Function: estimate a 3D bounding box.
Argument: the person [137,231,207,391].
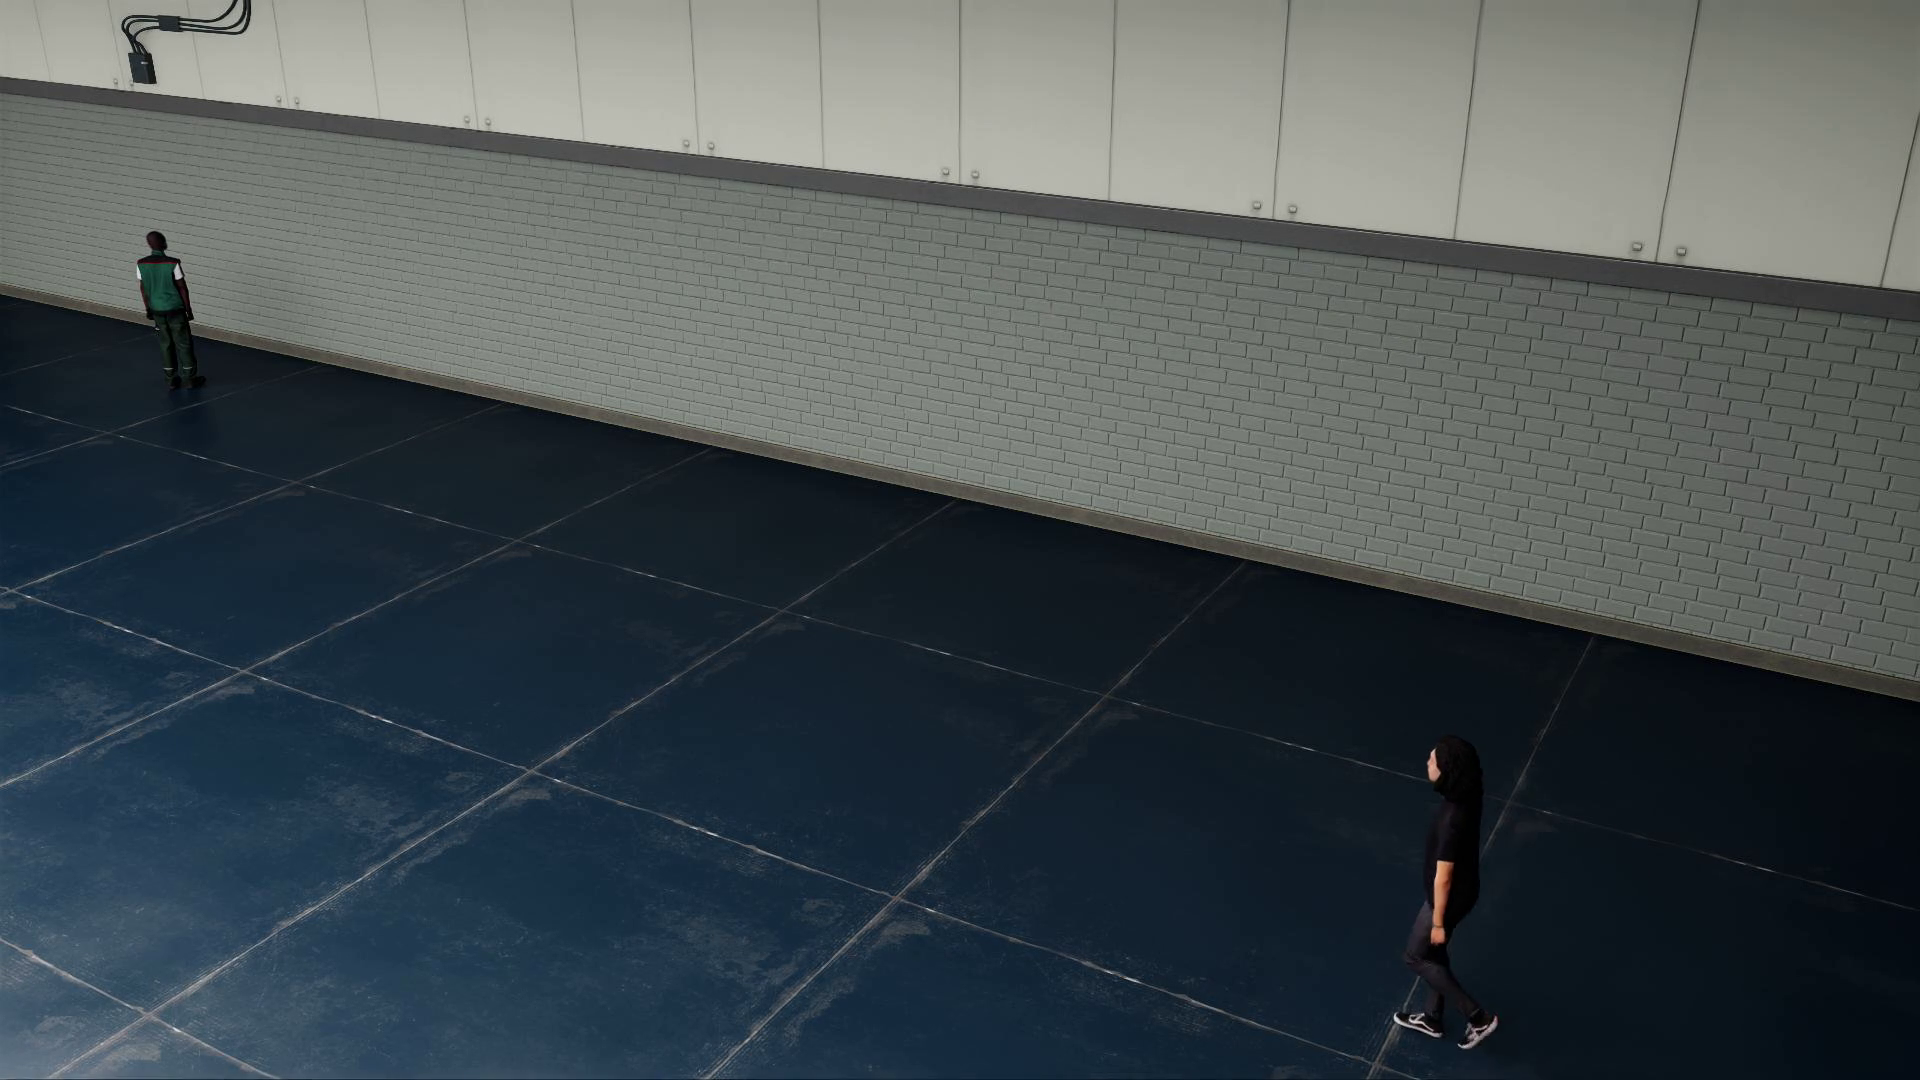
[{"bbox_3d":[-9.164,-2.659,19.262,0.779,1.837,0.778,0,23,-1],"label":"person"}]

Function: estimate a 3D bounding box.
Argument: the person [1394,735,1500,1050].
[{"bbox_3d":[2.620,1.868,8.647,0.730,1.813,0.723,14,27,30],"label":"person"}]
